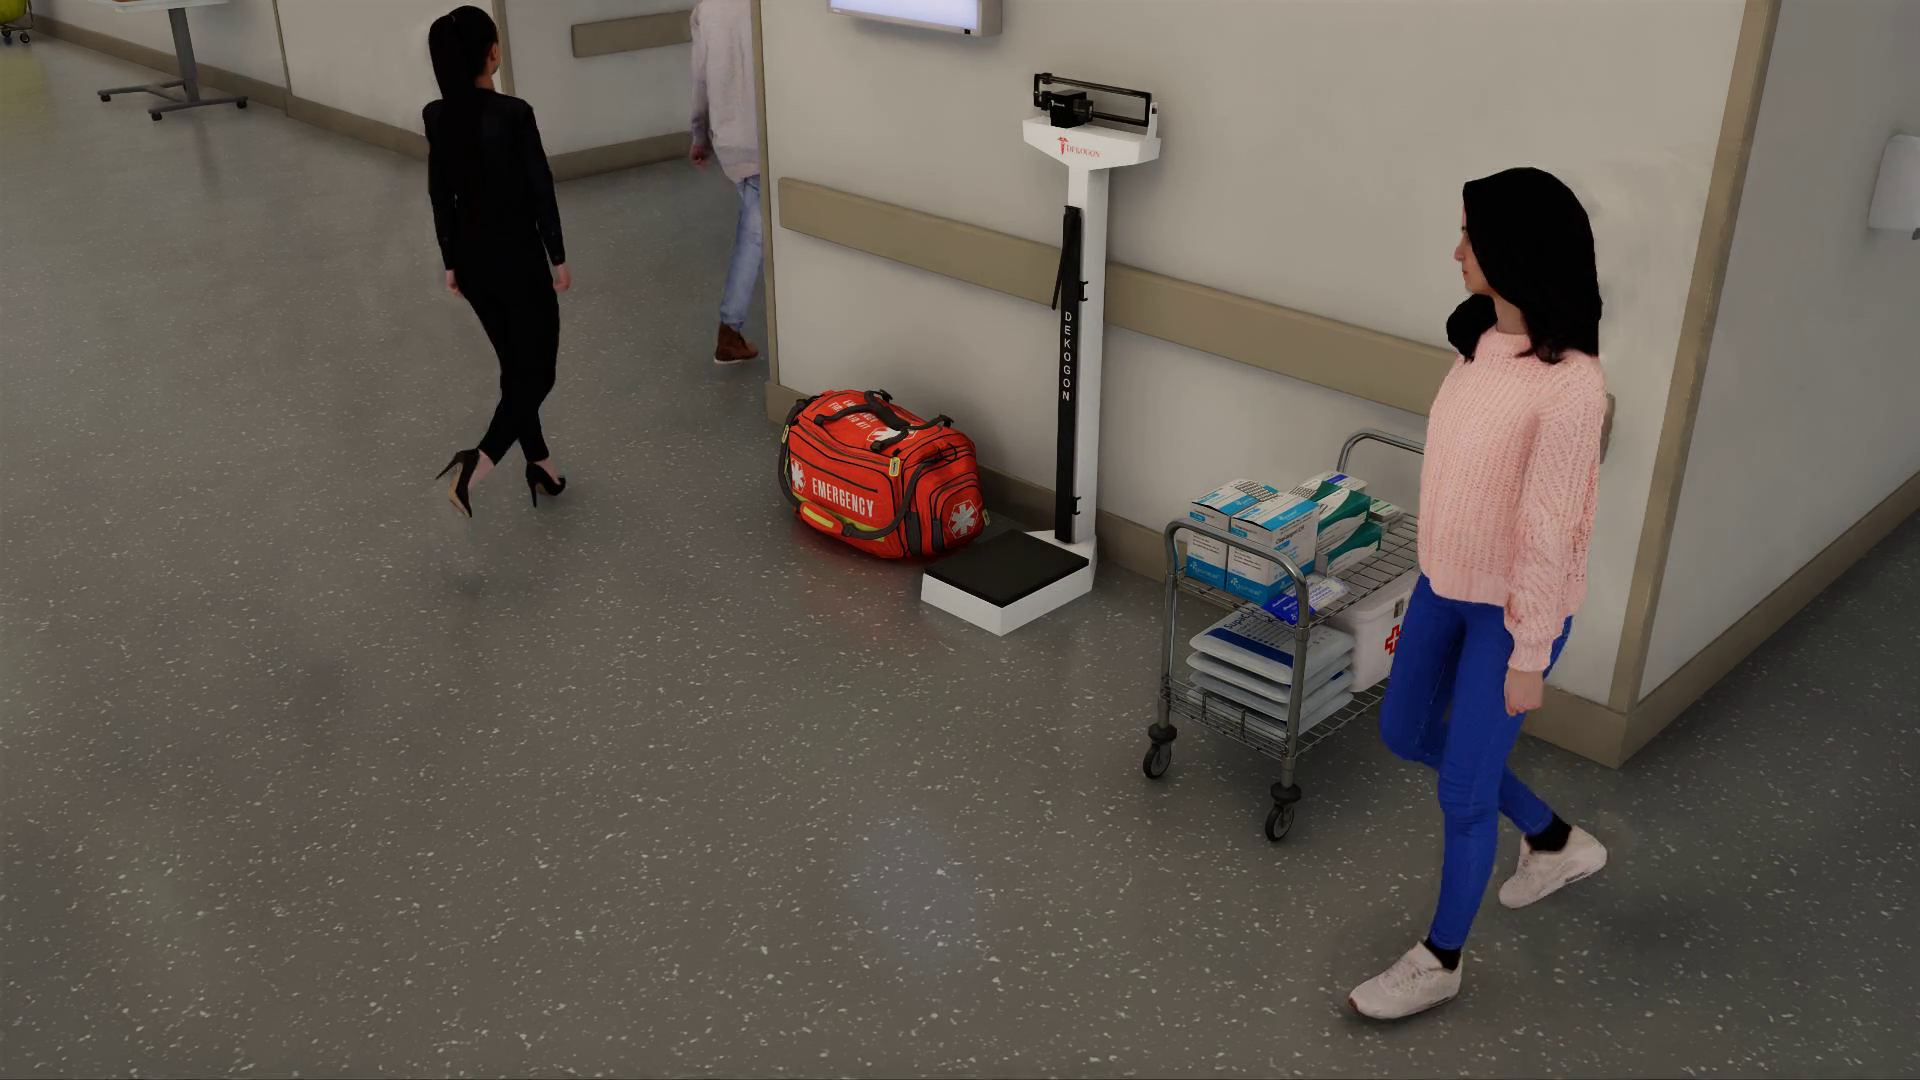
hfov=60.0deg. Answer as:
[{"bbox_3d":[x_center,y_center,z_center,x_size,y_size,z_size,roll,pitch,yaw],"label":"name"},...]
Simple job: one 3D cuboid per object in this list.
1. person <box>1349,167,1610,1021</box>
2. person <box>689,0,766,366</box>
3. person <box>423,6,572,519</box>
[{"bbox_3d":[1.124,0.137,3.319,0.996,1.750,0.954,-6,26,-12],"label":"person"},{"bbox_3d":[-0.875,-1.592,6.861,1.215,1.788,1.012,10,28,20],"label":"person"},{"bbox_3d":[-1.497,-0.821,5.367,0.973,1.697,0.889,9,27,17],"label":"person"}]
